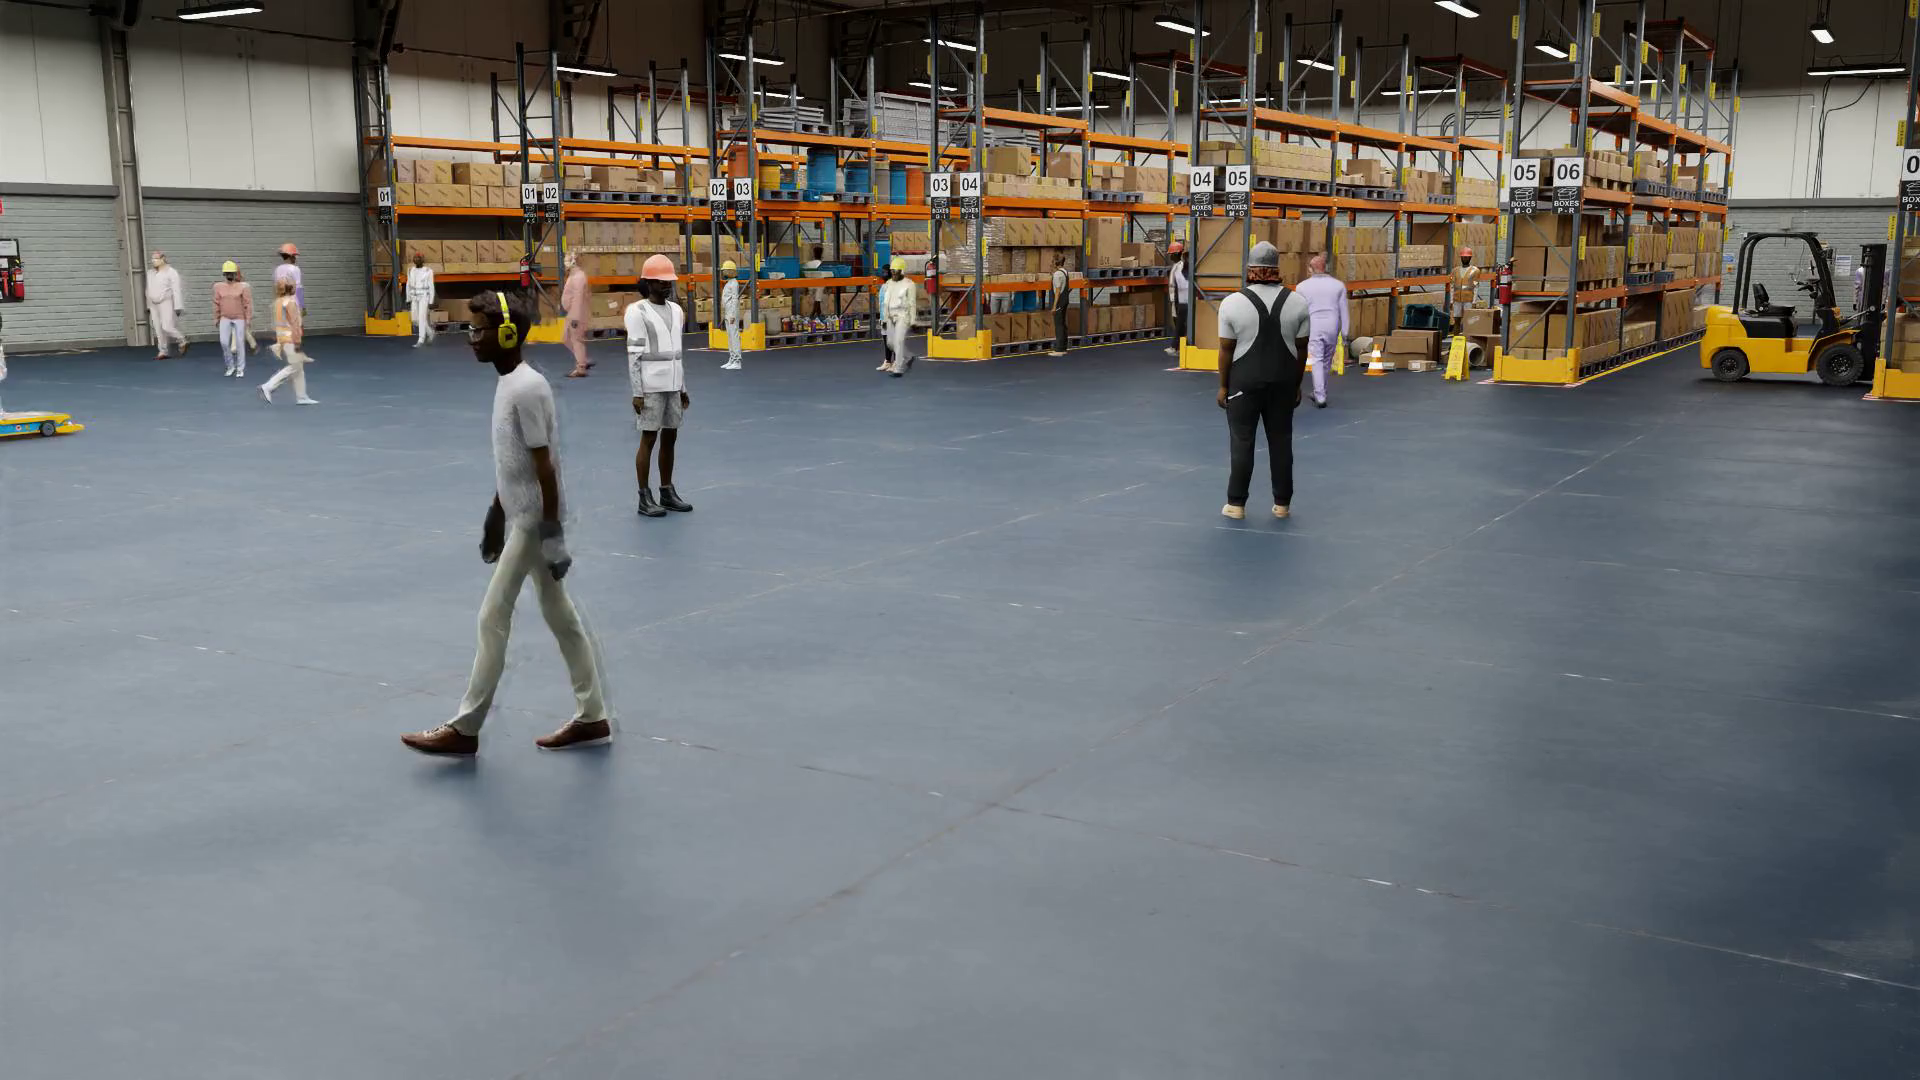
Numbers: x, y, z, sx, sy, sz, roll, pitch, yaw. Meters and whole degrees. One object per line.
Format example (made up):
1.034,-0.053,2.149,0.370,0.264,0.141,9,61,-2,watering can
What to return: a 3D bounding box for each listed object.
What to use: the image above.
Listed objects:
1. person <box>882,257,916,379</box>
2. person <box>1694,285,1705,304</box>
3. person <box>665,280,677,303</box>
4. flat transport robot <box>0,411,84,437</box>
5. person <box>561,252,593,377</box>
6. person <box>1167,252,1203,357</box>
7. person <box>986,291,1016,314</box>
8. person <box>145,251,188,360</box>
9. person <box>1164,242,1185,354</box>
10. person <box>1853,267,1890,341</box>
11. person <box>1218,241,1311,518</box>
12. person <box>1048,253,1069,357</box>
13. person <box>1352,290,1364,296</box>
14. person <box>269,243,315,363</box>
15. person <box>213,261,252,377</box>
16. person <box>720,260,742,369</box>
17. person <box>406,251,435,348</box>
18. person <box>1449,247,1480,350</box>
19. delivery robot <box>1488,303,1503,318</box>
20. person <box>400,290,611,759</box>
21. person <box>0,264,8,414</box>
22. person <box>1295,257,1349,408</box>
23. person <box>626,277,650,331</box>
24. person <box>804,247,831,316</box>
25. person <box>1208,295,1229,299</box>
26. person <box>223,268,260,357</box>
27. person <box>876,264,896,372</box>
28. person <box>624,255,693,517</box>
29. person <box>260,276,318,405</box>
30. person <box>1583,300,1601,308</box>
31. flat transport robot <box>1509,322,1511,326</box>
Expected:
-0.875,-3.335,24.997,0.594,1.816,0.610,10,14,44,person
17.373,-5.853,39.077,0.528,1.834,0.927,-3,11,-17,person
-5.864,-4.663,32.948,0.500,1.633,0.280,-3,11,-18,person
-9.979,-1.184,17.275,0.652,0.197,1.431,6,12,29,flat transport robot
-5.831,-3.399,25.135,0.430,1.891,0.675,-3,11,-16,person
4.015,-4.152,29.431,0.605,1.865,1.022,5,11,27,person
0.806,-4.815,32.978,0.625,1.931,0.368,0,10,0,person
-13.927,-4.105,29.105,0.648,1.891,0.514,4,11,21,person
3.955,-4.417,30.444,0.394,2.037,0.605,0,10,-3,person
17.272,-4.554,31.557,0.582,1.918,0.405,6,12,29,person
2.202,-1.177,12.284,0.681,2.000,0.538,-1,10,-5,person
1.776,-4.210,29.816,0.339,1.845,0.514,4,11,22,person
8.882,-5.506,37.785,0.524,1.595,0.878,8,13,39,person
-11.211,-3.936,27.771,0.626,2.025,0.775,8,13,37,person
-10.963,-3.318,25.062,0.552,1.747,0.481,-2,10,-13,person
-3.710,-3.634,26.876,0.294,1.744,0.487,-4,11,-21,person
-10.487,-4.686,32.412,0.597,1.871,0.665,4,11,20,person
9.460,-4.515,31.253,0.549,1.942,0.344,8,13,38,person
13.001,-5.524,40.530,0.707,0.478,0.477,0,10,0,delivery robot
-1.819,-0.048,6.517,0.896,1.831,0.553,-3,11,-16,person
-10.929,-2.256,18.525,0.651,1.971,0.633,8,13,38,person
4.493,-2.584,20.705,0.659,1.855,0.942,0,10,1,person
-3.408,-2.053,18.160,0.550,1.684,0.427,4,11,21,person
-3.390,-6.094,40.150,0.631,1.914,1.002,5,11,28,person
4.791,-4.384,30.607,0.544,1.920,0.578,9,13,40,person
-12.997,-4.117,29.994,0.509,1.598,0.830,5,11,26,person
-1.117,-3.492,26.214,0.318,1.697,0.535,-6,12,-32,person
-2.220,-1.146,12.397,0.362,1.935,0.553,7,12,33,person
-8.388,-2.466,20.686,0.657,1.615,0.525,-8,13,-37,person
15.010,-5.927,39.333,0.629,1.877,0.901,4,11,22,person
13.878,-5.336,40.534,0.652,0.197,1.431,6,12,32,flat transport robot
